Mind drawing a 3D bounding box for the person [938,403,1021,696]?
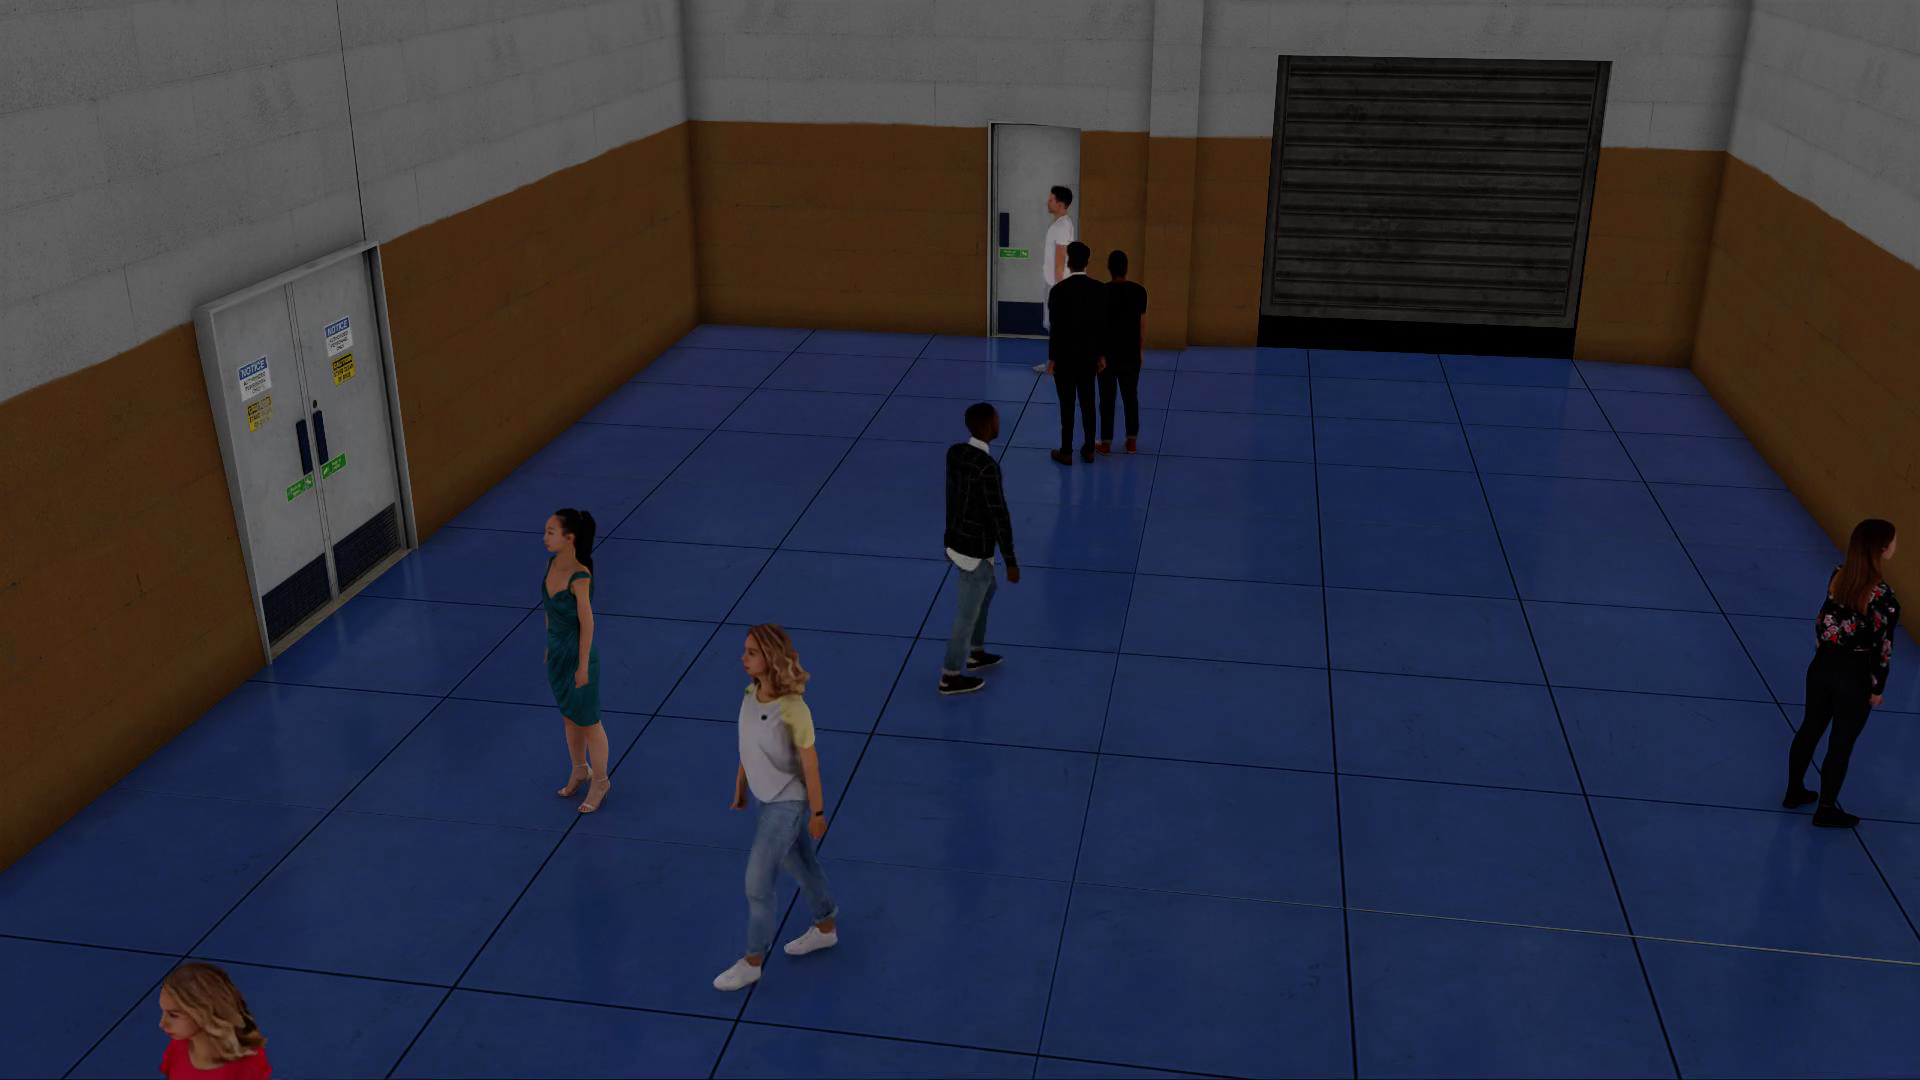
[{"bbox_3d":[-0.014,0.079,9.942,0.954,1.799,0.892,-10,24,-22],"label":"person"}]

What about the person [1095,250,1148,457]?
[{"bbox_3d":[1.347,-1.584,14.141,0.596,1.756,0.747,-3,22,-8],"label":"person"}]

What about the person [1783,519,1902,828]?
[{"bbox_3d":[4.575,0.678,8.608,0.646,1.683,0.650,-6,23,-15],"label":"person"}]

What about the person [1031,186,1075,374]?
[{"bbox_3d":[1.060,-2.544,16.403,0.886,1.850,0.708,2,22,5],"label":"person"}]

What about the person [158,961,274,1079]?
[{"bbox_3d":[-2.166,2.007,5.282,0.948,1.698,0.884,15,26,32],"label":"person"}]

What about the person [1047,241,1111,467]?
[{"bbox_3d":[0.971,-1.559,13.909,0.686,1.881,0.837,-7,23,-18],"label":"person"}]

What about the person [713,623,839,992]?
[{"bbox_3d":[-0.713,1.143,7.411,1.040,1.697,0.979,-14,26,-32],"label":"person"}]

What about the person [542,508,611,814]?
[{"bbox_3d":[-2.027,0.630,8.724,0.679,1.687,0.601,-18,28,-38],"label":"person"}]
